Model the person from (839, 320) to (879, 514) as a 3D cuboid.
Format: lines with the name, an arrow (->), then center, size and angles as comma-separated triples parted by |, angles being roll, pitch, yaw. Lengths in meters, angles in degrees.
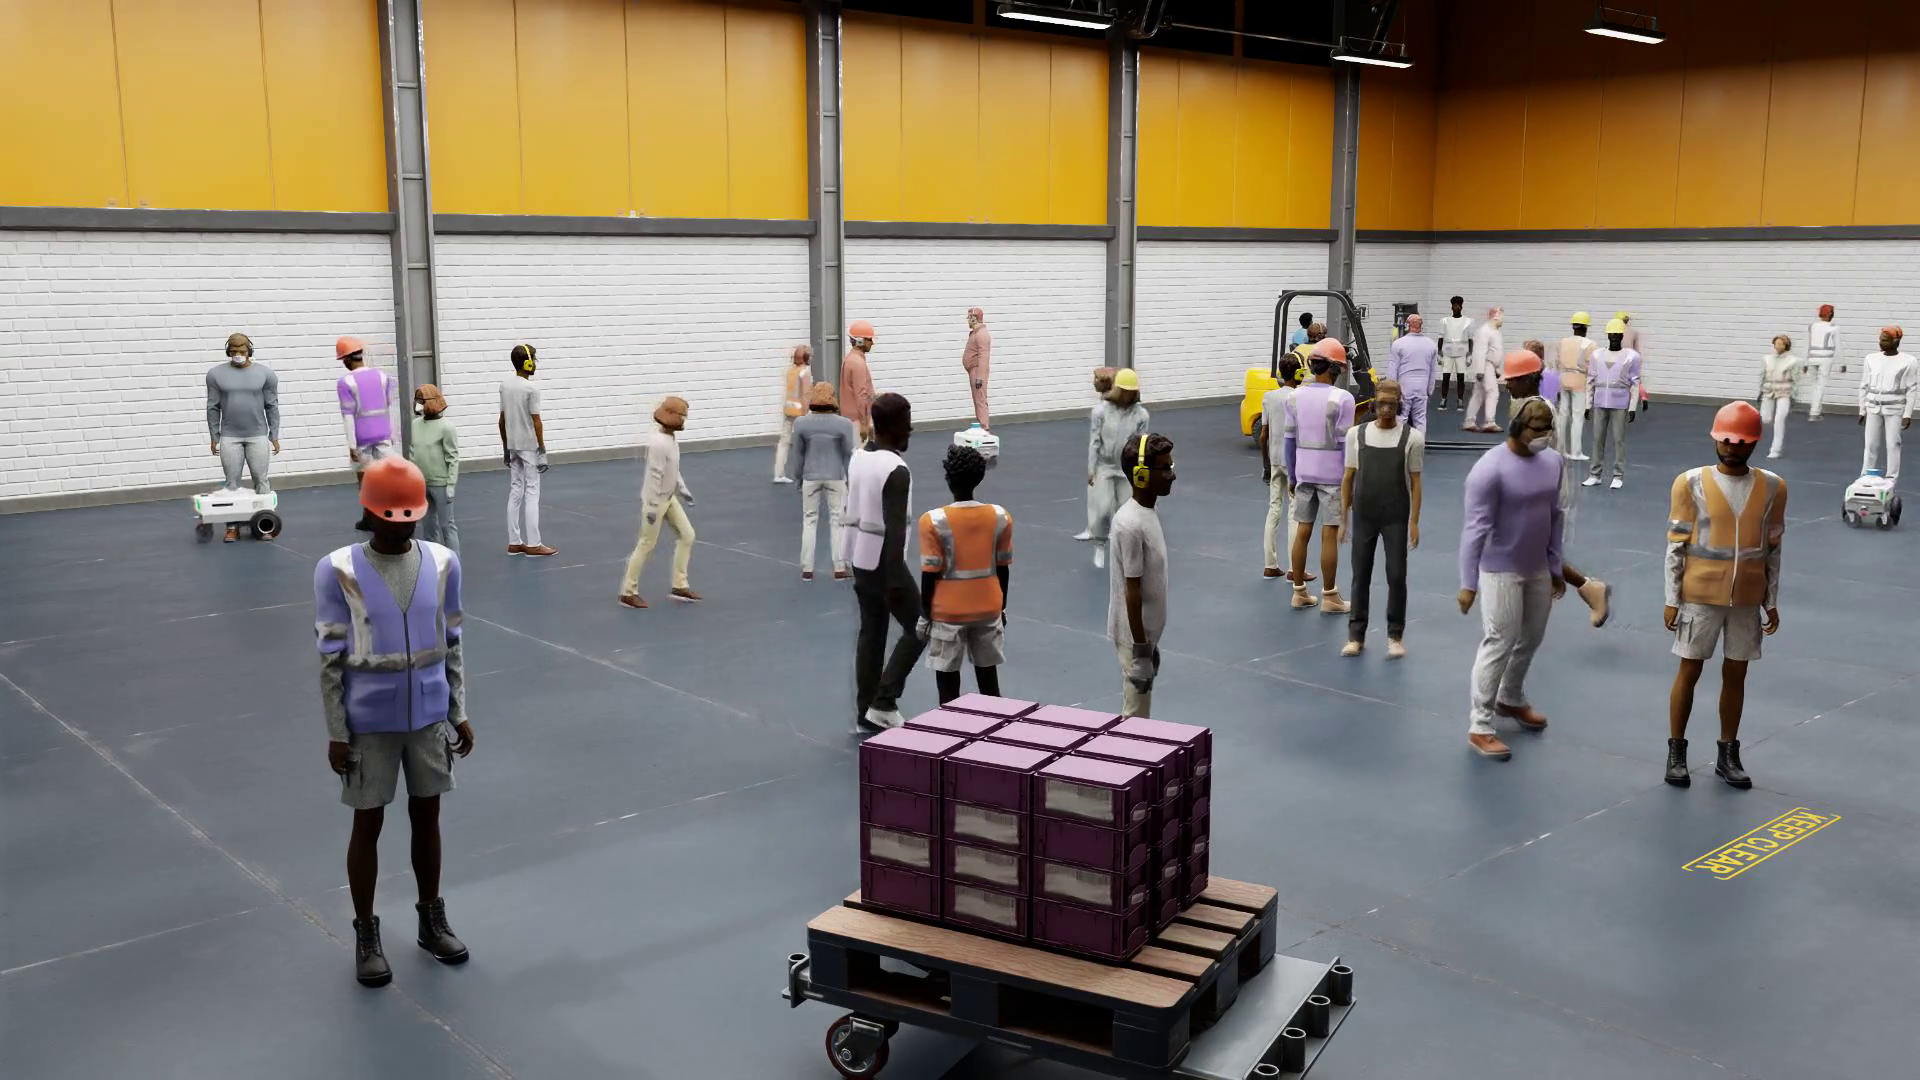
person -> -1.017, -1.224, 16.847 | 0.399, 1.989, 0.622 | -3, 10, -16

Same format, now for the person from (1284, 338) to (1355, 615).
person -> 2.677, -0.467, 12.279 | 0.383, 2.041, 0.605 | -9, 13, -42

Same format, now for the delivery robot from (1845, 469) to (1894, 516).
delivery robot -> 8.893, -0.451, 16.253 | 0.477, 0.478, 0.707 | 7, 12, 35

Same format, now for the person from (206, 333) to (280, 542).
person -> -6.619, -0.946, 15.392 | 0.627, 1.935, 0.371 | -3, 10, -18

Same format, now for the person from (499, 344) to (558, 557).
person -> -3.829, -0.785, 14.636 | 0.526, 1.869, 0.315 | 7, 12, 34

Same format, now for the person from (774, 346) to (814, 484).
person -> -1.820, -1.452, 19.344 | 0.838, 1.592, 0.519 | -8, 12, -38

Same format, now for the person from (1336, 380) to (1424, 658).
person -> 2.755, -0.132, 10.936 | 0.545, 1.837, 0.429 | 4, 10, 22

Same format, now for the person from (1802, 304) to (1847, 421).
person -> 13.917, -2.840, 26.717 | 0.648, 1.872, 0.590 | -5, 11, -25

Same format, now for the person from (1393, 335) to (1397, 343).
person -> 6.688, -2.524, 25.122 | 0.308, 1.769, 0.525 | -2, 10, -11

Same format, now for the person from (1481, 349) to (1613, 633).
person -> 4.049, -0.302, 11.418 | 0.790, 2.005, 0.655 | 2, 10, 12

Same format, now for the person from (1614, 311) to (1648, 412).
person -> 11.066, -2.928, 27.559 | 0.539, 1.733, 0.713 | -3, 10, -14

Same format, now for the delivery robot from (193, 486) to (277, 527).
delivery robot -> -6.768, -0.329, 15.534 | 0.707, 0.478, 0.477 | -5, 11, -27

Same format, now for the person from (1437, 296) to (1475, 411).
person -> 8.444, -3.180, 28.377 | 0.609, 1.965, 0.364 | 4, 10, 22

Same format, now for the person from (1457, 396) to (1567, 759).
person -> 2.958, 0.171, 8.934 | 0.840, 1.913, 0.565 | -6, 11, -32

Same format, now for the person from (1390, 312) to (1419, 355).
person -> 6.878, -2.644, 25.631 | 0.430, 1.835, 0.624 | -3, 10, -18

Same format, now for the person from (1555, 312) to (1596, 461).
person -> 7.968, -1.986, 21.523 | 0.390, 1.920, 0.587 | -6, 12, -34

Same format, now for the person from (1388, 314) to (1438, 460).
person -> 5.751, -1.925, 21.243 | 0.647, 1.901, 0.402 | -2, 10, -13

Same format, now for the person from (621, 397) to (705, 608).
person -> -2.224, -0.286, 12.523 | 0.705, 1.585, 0.517 | 1, 10, 4

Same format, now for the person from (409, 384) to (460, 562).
person -> -4.184, -0.425, 13.212 | 0.499, 1.634, 0.279 | 6, 11, 31

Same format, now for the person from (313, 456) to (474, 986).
person -> -2.047, 0.646, 6.087 | 0.542, 1.928, 0.378 | -8, 12, -38

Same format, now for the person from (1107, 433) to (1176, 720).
person -> 0.816, 0.459, 7.352 | 0.328, 1.872, 0.512 | 1, 10, 7

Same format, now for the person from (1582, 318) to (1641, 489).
person -> 7.414, -1.552, 18.943 | 0.594, 1.929, 0.354 | 9, 13, 41

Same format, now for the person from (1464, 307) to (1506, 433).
person -> 7.945, -2.539, 24.921 | 0.712, 1.868, 0.679 | 4, 10, 22

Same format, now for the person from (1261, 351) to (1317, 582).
person -> 2.672, -0.591, 13.500 | 0.329, 1.872, 0.511 | -9, 13, -42

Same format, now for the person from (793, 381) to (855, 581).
person -> -1.103, -0.474, 13.518 | 0.502, 1.631, 0.279 | 1, 10, 3

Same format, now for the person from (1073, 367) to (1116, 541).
person -> 1.276, -0.784, 15.363 | 0.665, 1.614, 0.552 | -1, 10, -6

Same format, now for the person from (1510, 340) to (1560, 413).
person -> 5.555, -1.059, 16.397 | 0.583, 1.813, 0.817 | -3, 10, -18

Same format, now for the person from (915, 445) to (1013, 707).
person -> 0.018, 0.370, 8.377 | 0.542, 1.695, 0.316 | -5, 11, -28

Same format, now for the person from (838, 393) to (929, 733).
person -> -0.414, 0.145, 9.128 | 0.462, 1.900, 0.593 | -6, 11, -30

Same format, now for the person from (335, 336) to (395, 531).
person -> -5.532, -0.972, 15.687 | 0.840, 1.893, 0.591 | 9, 13, 43

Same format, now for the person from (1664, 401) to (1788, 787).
person -> 3.782, 0.275, 8.234 | 0.552, 1.933, 0.364 | 1, 10, 7

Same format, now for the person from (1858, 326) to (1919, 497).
person -> 10.108, -1.394, 18.168 | 0.360, 1.882, 0.575 | -7, 12, -35

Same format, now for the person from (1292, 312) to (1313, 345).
person -> 5.773, -2.970, 27.931 | 0.317, 1.695, 0.540 | -4, 11, -23

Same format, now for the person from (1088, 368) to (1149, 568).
person -> 1.318, -0.573, 13.822 | 0.503, 1.713, 0.455 | -1, 10, -7

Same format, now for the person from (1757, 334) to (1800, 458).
person -> 10.752, -1.887, 21.823 | 0.492, 1.626, 0.519 | -7, 12, -36

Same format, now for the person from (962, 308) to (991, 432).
person -> 0.232, -2.343, 23.660 | 0.401, 1.904, 0.648 | -1, 10, -4

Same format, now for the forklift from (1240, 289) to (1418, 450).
forklift -> 5.034, -2.339, 22.783 | 2.313, 2.155, 1.214 | 3, 10, 16

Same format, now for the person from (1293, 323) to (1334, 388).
person -> 4.250, -1.684, 19.984 | 0.429, 1.842, 0.627 | -6, 12, -32

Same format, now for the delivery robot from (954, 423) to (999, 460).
delivery robot -> 0.205, -1.217, 20.735 | 0.477, 0.478, 0.707 | -4, 11, -24
